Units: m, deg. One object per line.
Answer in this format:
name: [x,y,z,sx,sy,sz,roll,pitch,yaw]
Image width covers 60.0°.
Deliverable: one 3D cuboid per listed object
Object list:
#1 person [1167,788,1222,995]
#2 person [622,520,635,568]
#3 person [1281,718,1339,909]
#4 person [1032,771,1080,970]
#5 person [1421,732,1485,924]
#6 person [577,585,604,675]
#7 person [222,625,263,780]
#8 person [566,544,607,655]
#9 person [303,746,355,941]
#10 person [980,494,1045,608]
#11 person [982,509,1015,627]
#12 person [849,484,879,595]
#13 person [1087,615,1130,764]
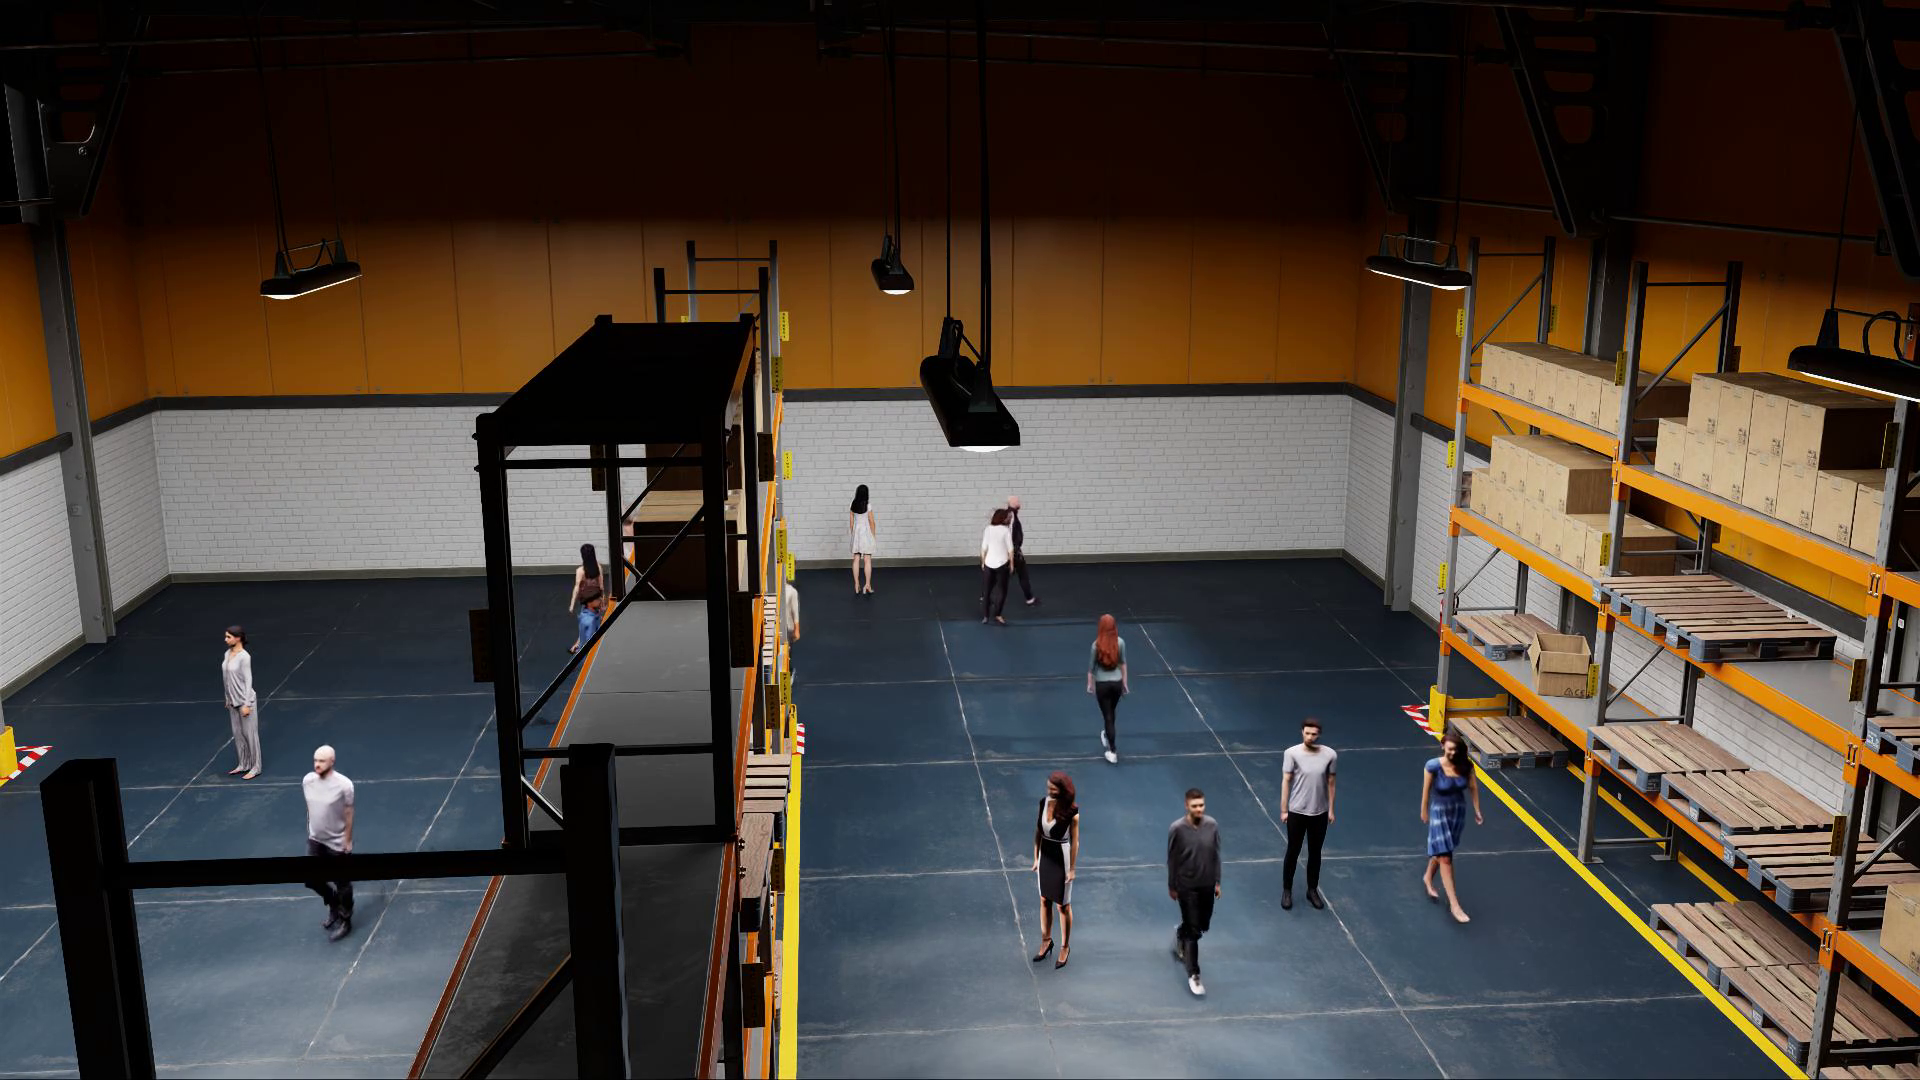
person: [2.004,2.955,14.339,0.765,1.736,1.102,-4,14,-16]
person: [-4.722,0.577,24.007,0.751,1.808,0.712,-4,14,-16]
person: [3.285,2.558,15.709,0.681,1.864,0.578,0,14,1]
person: [0.840,2.864,14.585,0.638,1.797,0.691,11,17,37]
person: [4.523,2.643,15.611,0.765,1.744,1.208,-4,14,-16]
person: [-4.625,1.438,20.484,0.743,1.792,0.675,-1,14,-4]
person: [-8.176,1.823,18.931,0.655,1.774,0.691,9,16,33]
person: [-4.970,0.955,22.633,1.135,1.720,1.171,8,16,31]
person: [-5.683,2.708,15.179,0.778,1.822,0.801,4,14,16]
person: [0.676,0.211,25.560,0.864,1.789,1.199,-3,14,-13]
person: [0.539,0.416,24.755,0.760,1.770,0.781,2,14,8]
person: [-1.556,-0.022,26.559,0.761,1.771,0.787,6,15,22]
person: [1.757,1.754,19.344,0.720,1.716,1.011,-3,14,-14]
